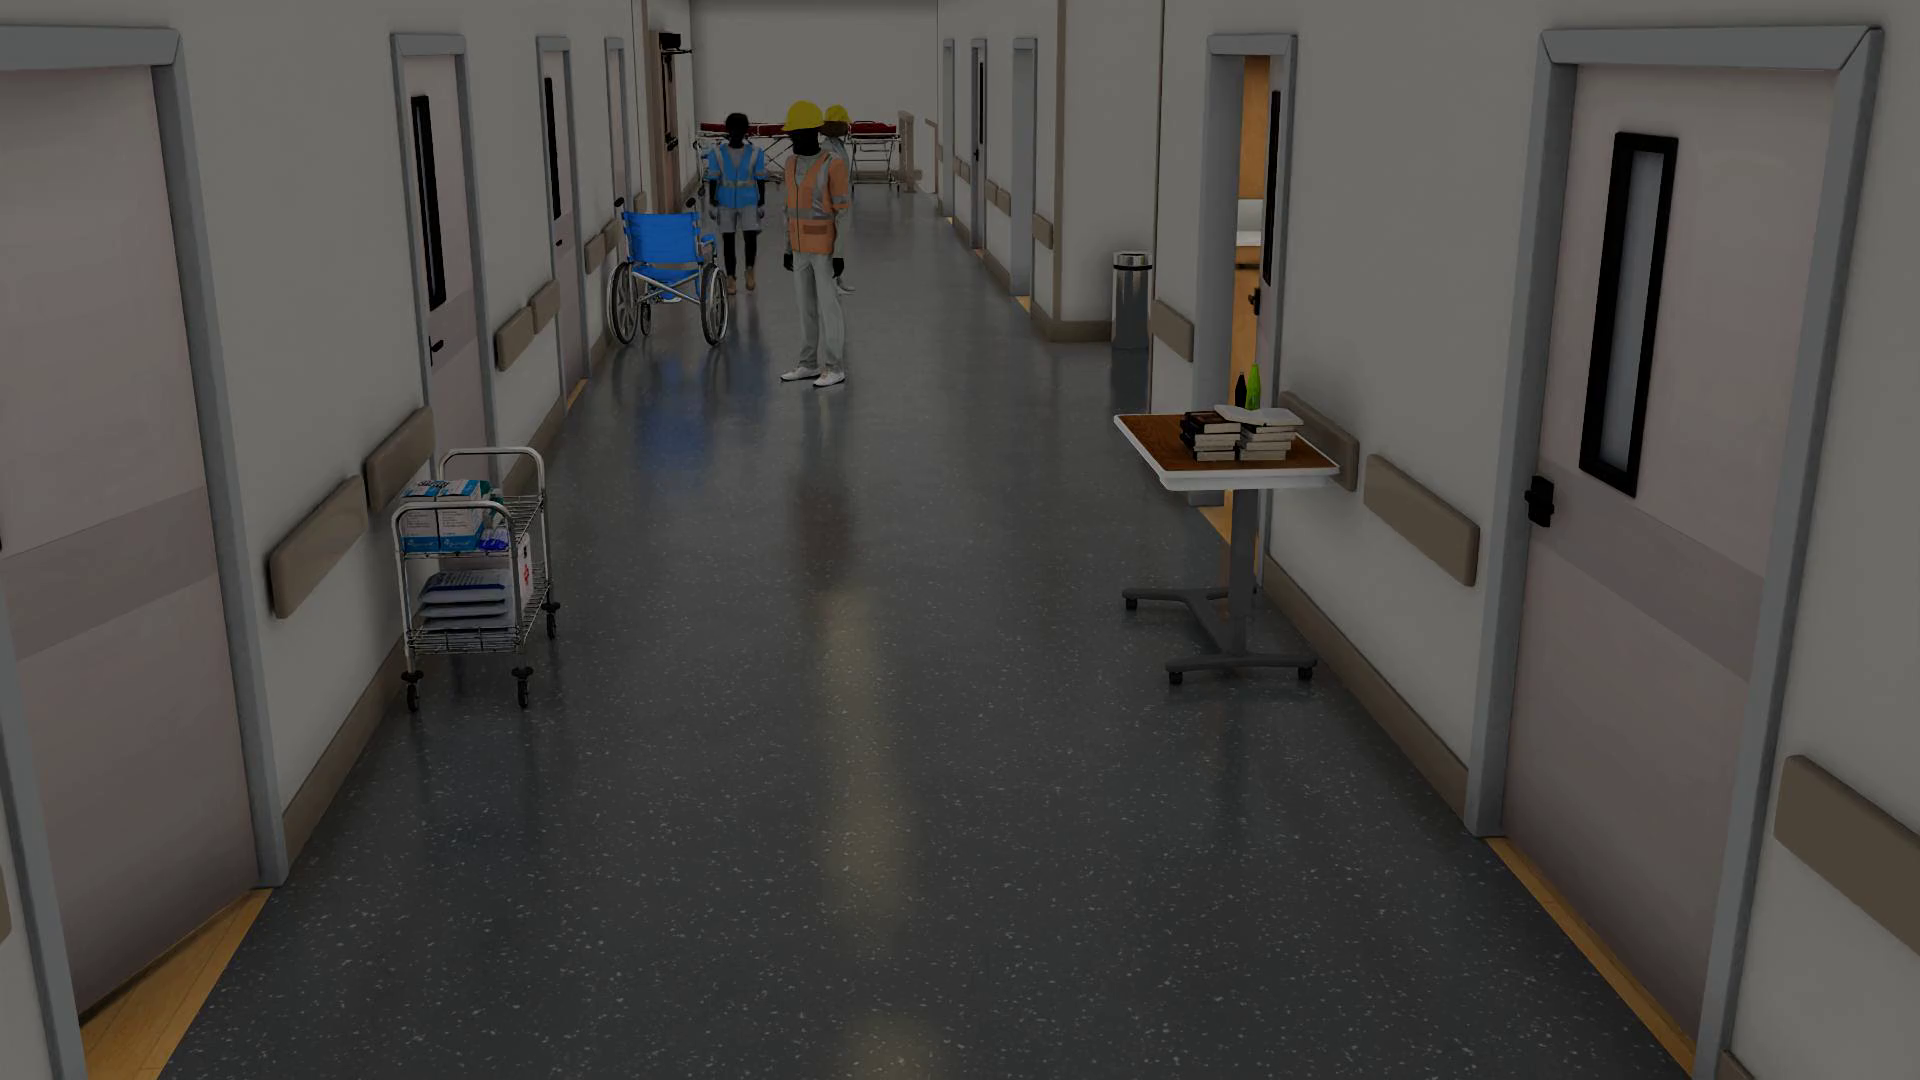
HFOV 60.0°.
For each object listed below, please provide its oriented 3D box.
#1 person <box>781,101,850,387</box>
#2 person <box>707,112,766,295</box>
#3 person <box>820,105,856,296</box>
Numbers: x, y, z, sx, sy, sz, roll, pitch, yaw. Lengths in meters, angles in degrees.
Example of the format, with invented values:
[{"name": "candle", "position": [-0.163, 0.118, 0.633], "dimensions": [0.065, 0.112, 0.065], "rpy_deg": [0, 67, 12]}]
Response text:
[{"name": "person", "position": [-1.011, -2.013, 11.374], "dimensions": [0.594, 1.922, 0.377], "rpy_deg": [15, 22, 41]}, {"name": "person", "position": [-2.078, -3.126, 15.512], "dimensions": [0.543, 1.684, 0.365], "rpy_deg": [-1, 17, -4]}, {"name": "person", "position": [-1.149, -3.173, 15.562], "dimensions": [0.295, 1.745, 0.486], "rpy_deg": [3, 17, 9]}]
